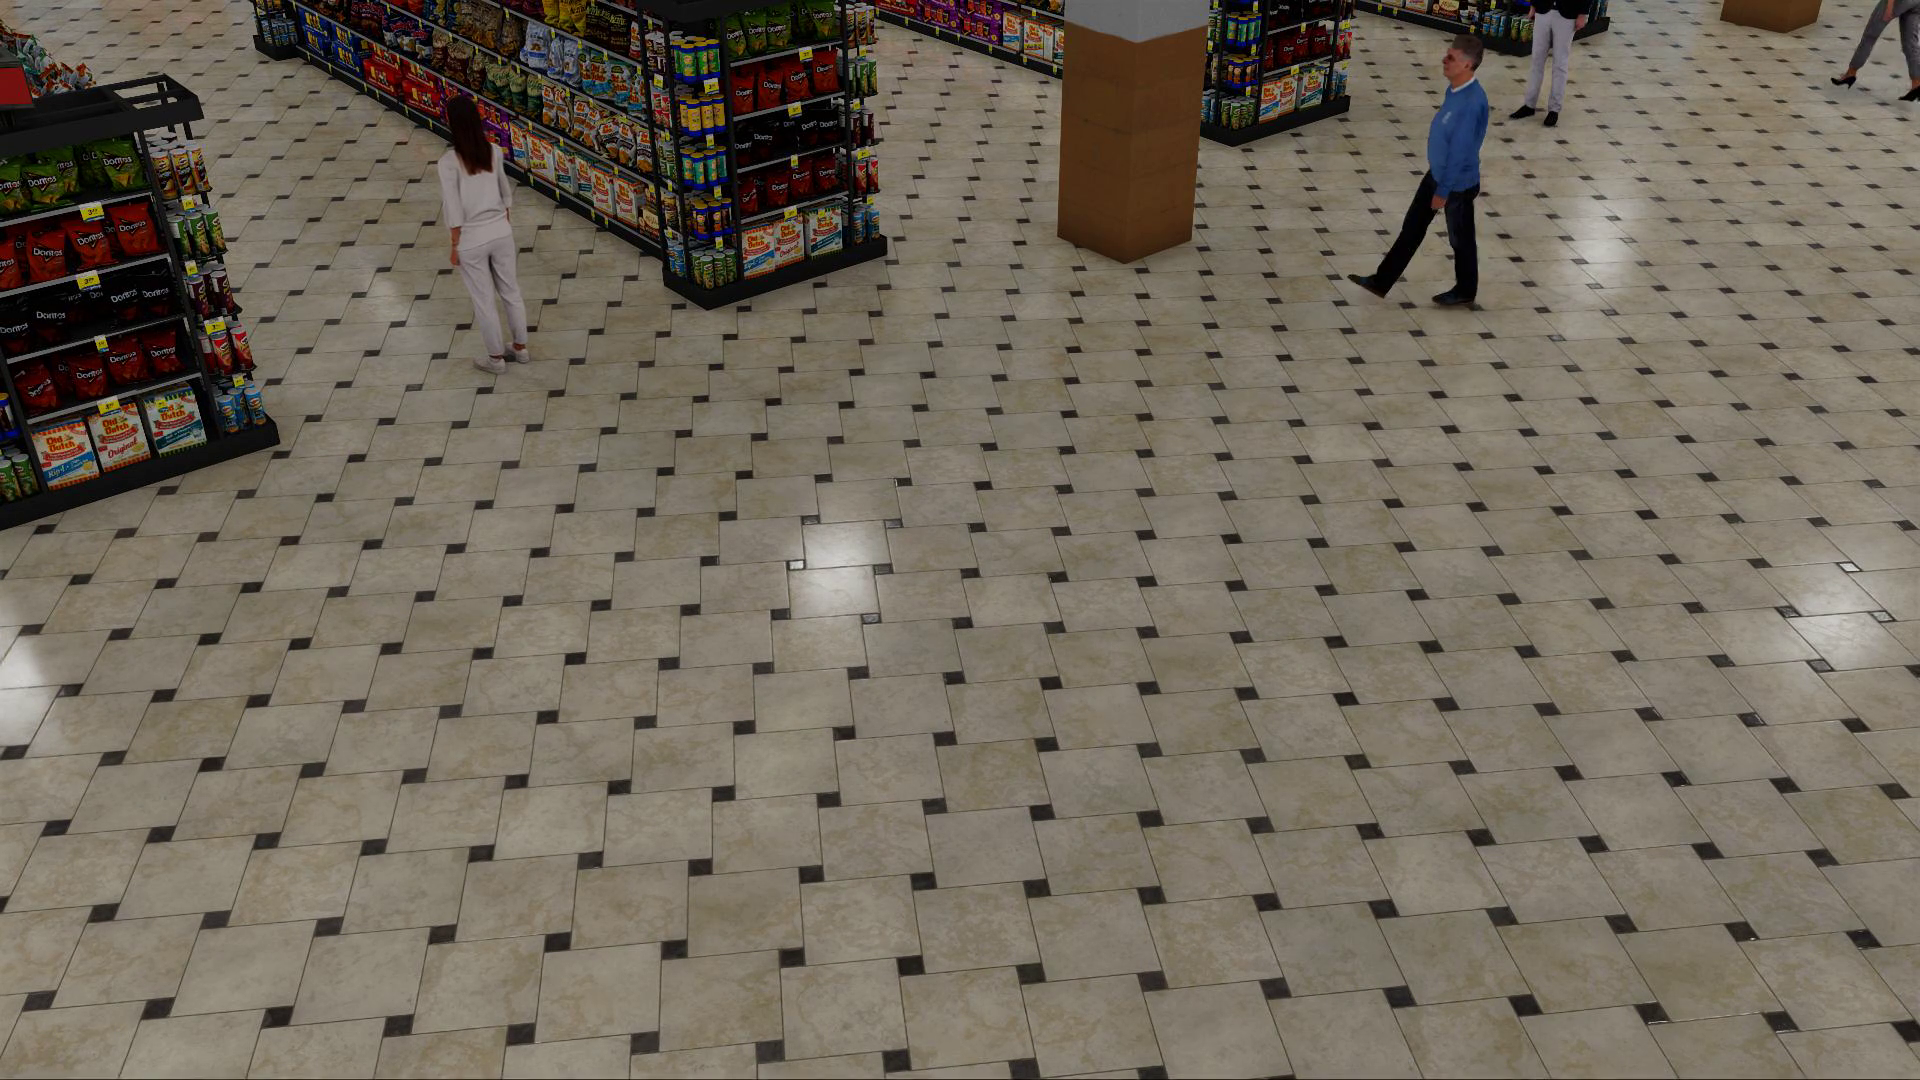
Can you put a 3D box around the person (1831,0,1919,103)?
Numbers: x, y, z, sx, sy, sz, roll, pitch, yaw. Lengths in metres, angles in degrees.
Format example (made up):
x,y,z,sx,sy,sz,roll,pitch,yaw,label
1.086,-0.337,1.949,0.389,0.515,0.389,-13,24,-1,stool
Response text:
x,y,z,sx,sy,sz,roll,pitch,yaw,label
8.272,-4.613,14.490,0.826,1.630,1.171,-13,34,-20,person

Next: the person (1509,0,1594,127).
x,y,z,sx,sy,sz,roll,pitch,yaw,label
5.053,-4.449,14.023,0.541,1.844,0.755,25,40,34,person

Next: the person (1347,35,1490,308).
x,y,z,sx,sy,sz,roll,pitch,yaw,label
3.240,-2.317,10.655,1.129,1.782,1.149,-2,32,-4,person

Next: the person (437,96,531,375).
x,y,z,sx,sy,sz,roll,pitch,yaw,label
-2.851,-1.814,9.937,0.581,1.688,0.640,24,39,33,person
